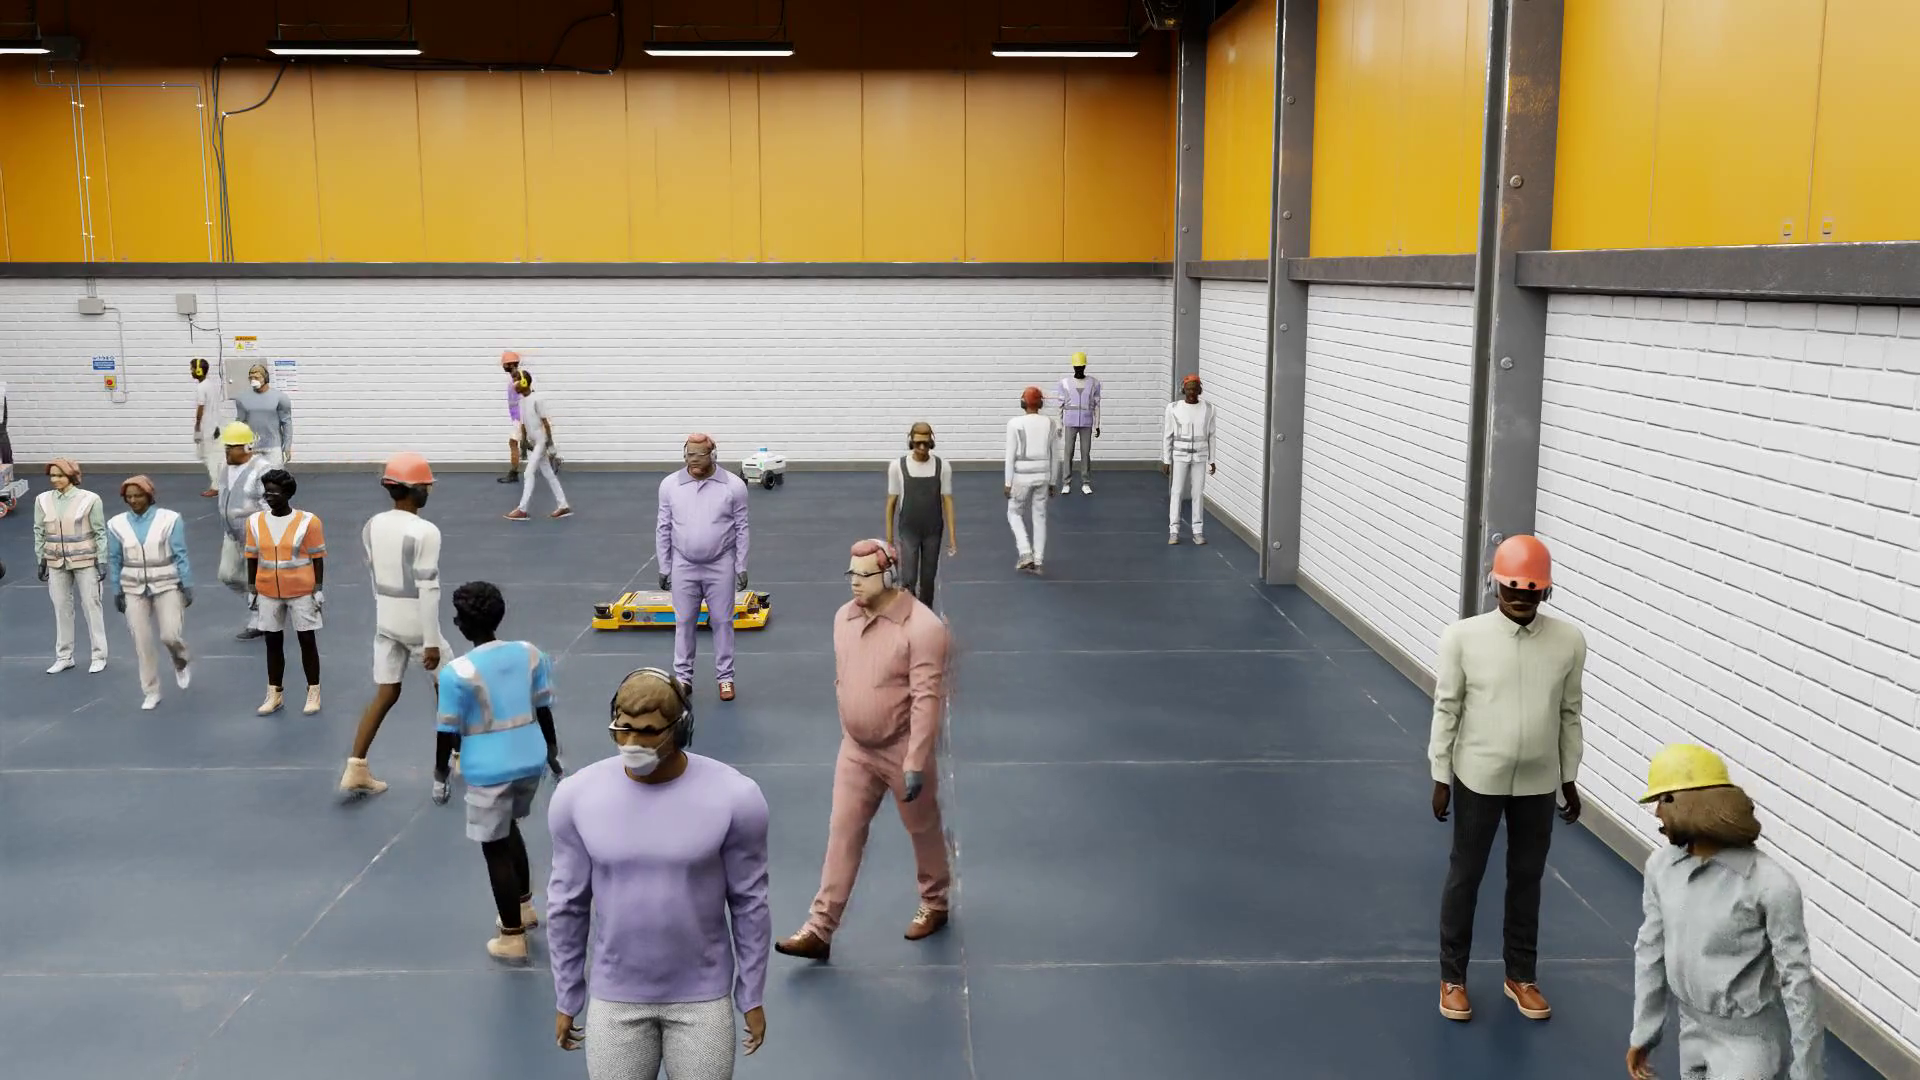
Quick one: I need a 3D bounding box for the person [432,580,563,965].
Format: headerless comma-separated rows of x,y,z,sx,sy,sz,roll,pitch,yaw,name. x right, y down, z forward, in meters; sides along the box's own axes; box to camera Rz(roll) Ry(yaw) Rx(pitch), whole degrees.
-2.048,1.007,7.347,0.531,1.669,0.591,7,12,37,person

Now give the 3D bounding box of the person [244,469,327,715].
-4.577,0.354,11.297,0.540,1.697,0.317,0,9,-1,person

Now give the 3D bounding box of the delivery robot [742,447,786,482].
-2.721,-1.051,23.123,0.477,0.478,0.707,4,10,24,delivery robot

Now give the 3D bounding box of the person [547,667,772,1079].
-0.857,1.301,4.766,0.635,1.936,0.353,0,9,-1,person

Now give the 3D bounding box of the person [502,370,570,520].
-5.186,-1.144,20.150,0.953,1.804,0.504,-5,11,-30,person

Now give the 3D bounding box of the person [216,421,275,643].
-5.786,-0.066,13.517,0.601,1.811,0.462,4,10,25,person

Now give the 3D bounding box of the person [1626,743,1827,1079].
2.148,1.435,4.699,0.485,1.694,0.571,-3,10,-16,person

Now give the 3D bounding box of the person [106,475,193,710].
-5.596,0.350,11.533,0.535,1.623,0.432,-2,9,-12,person

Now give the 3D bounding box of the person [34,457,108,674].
-6.658,0.193,12.477,0.522,1.636,0.310,0,9,-1,person

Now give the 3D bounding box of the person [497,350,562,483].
-6.158,-1.763,23.678,0.845,1.907,0.556,-3,10,-19,person

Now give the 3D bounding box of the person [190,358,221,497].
-10.051,-1.489,22.120,0.400,1.855,0.561,-1,9,-8,person

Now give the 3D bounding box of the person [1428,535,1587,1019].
2.208,0.957,6.704,0.622,1.990,0.396,0,9,-1,person

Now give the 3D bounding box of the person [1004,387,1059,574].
0.711,-0.590,16.566,0.601,1.866,0.430,-4,10,-21,person

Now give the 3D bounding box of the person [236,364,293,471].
-8.060,-1.067,19.281,0.635,1.937,0.353,0,9,-1,person

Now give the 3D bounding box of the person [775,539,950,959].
-0.369,0.925,7.297,0.660,1.854,0.983,7,11,36,person

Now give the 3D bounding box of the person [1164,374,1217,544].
2.533,-0.886,18.333,0.583,1.882,0.337,0,9,-1,person

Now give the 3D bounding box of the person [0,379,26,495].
-12.833,-1.495,22.062,0.871,1.884,0.587,6,11,33,person

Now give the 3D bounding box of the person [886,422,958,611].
-0.306,-0.033,13.289,0.540,1.823,0.547,-2,9,-12,person

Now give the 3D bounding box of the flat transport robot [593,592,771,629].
-2.364,0.590,14.218,1.431,0.197,0.652,0,9,-1,flat transport robot

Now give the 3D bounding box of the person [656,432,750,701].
-1.806,0.191,11.674,0.651,1.904,0.403,0,9,-1,person

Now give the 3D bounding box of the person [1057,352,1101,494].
1.603,-1.573,22.415,0.593,1.924,0.381,0,9,-1,person

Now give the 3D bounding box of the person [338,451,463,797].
-3.203,0.478,9.652,0.624,1.997,1.018,6,11,31,person
